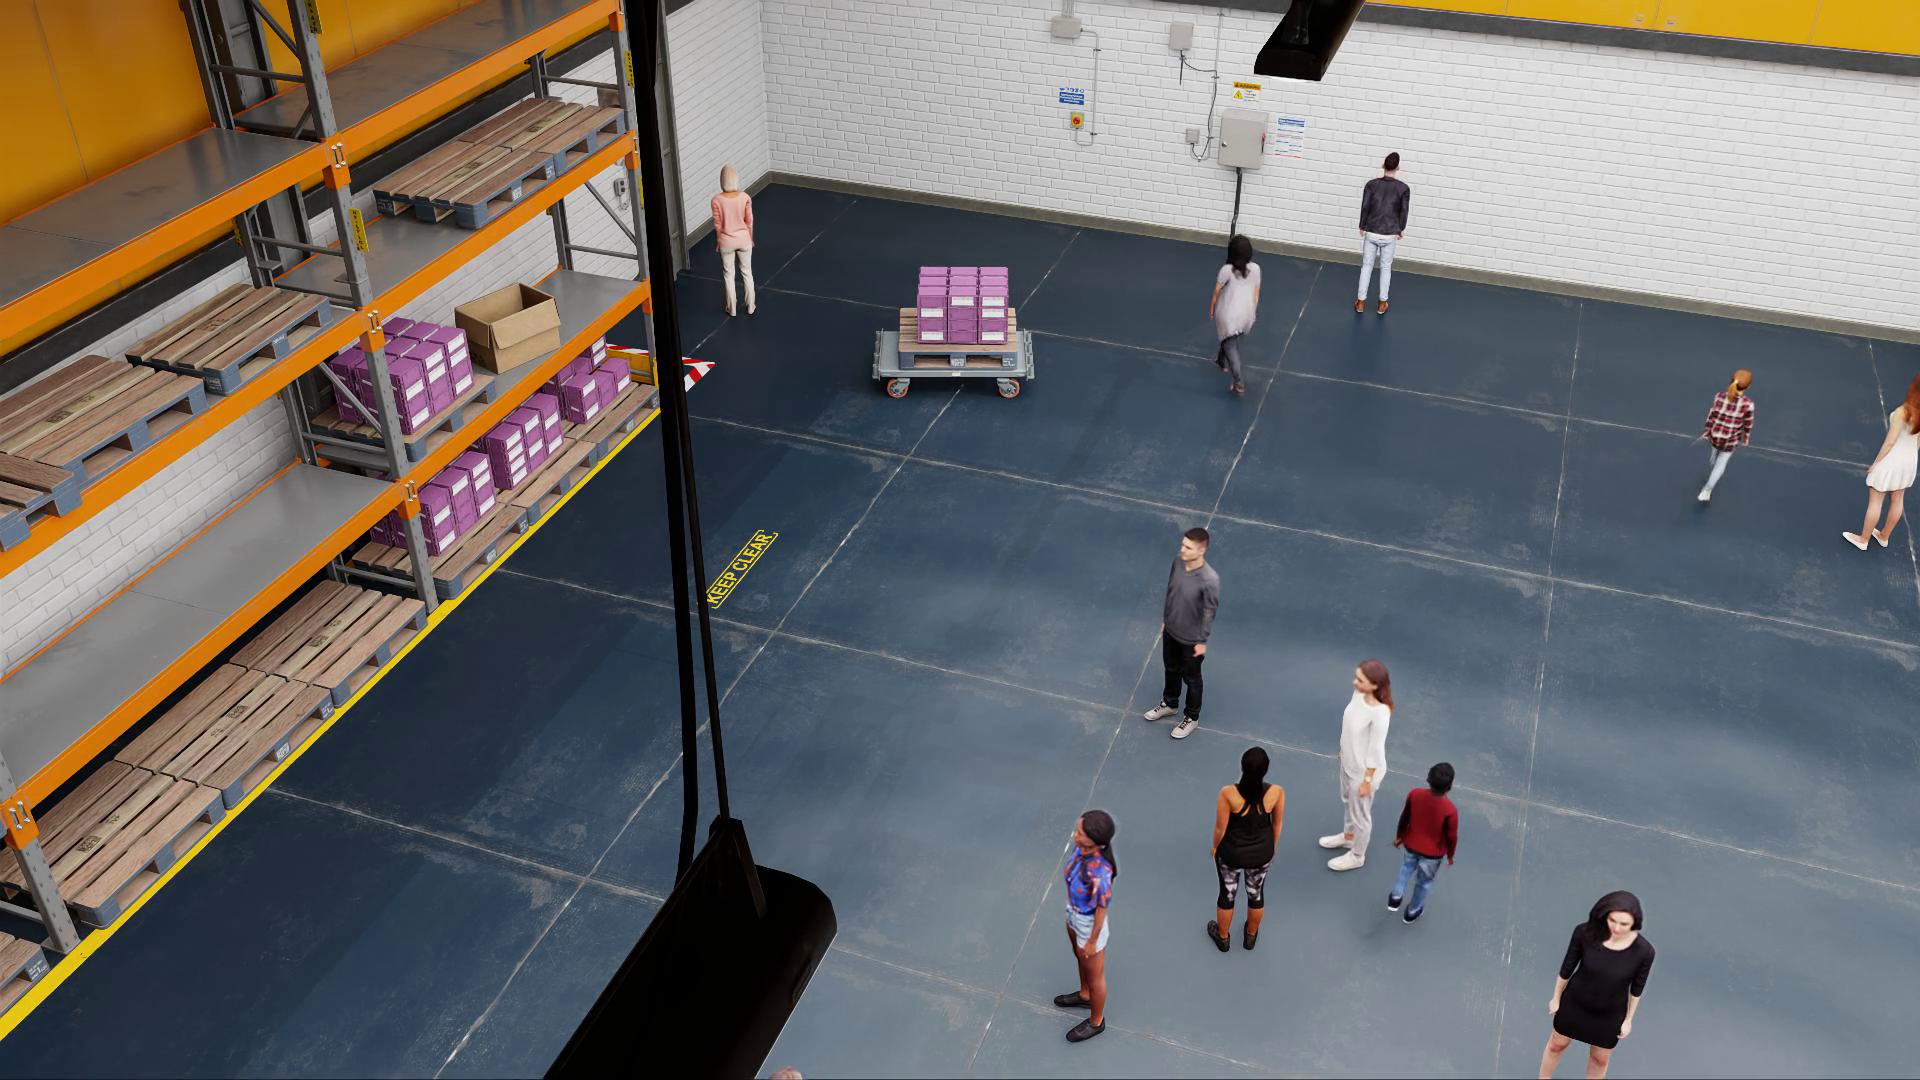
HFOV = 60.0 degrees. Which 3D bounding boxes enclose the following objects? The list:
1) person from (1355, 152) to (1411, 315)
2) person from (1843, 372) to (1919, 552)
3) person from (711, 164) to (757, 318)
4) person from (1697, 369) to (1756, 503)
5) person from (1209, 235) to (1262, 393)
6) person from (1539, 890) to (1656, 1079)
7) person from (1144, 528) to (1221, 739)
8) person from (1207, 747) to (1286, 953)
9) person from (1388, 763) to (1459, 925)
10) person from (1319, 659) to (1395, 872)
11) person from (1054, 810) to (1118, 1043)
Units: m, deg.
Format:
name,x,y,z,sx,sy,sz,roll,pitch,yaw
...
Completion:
name,x,y,z,sx,sy,sz,roll,pitch,yaw
person,4.625,-3.370,18.275,0.674,1.836,0.558,8,34,12
person,8.089,-0.685,14.348,0.647,1.712,0.679,-7,34,-11
person,-2.477,-3.289,18.254,0.686,1.725,0.715,-9,35,-14
person,6.936,-0.931,15.106,0.739,1.282,0.977,25,41,33
person,2.805,-2.257,16.838,1.052,1.573,1.115,-14,36,-20
person,3.532,2.624,9.284,0.607,1.805,0.513,15,37,22
person,1.672,0.660,12.280,0.715,1.761,0.702,-23,40,-31
person,1.795,1.935,10.453,0.648,1.660,0.641,-2,34,-4
person,2.967,1.998,10.742,0.620,1.236,0.660,27,42,34
person,2.693,1.481,11.110,0.753,1.688,0.650,-6,34,-8
person,0.763,2.269,9.875,0.731,1.743,0.628,-7,34,-11
